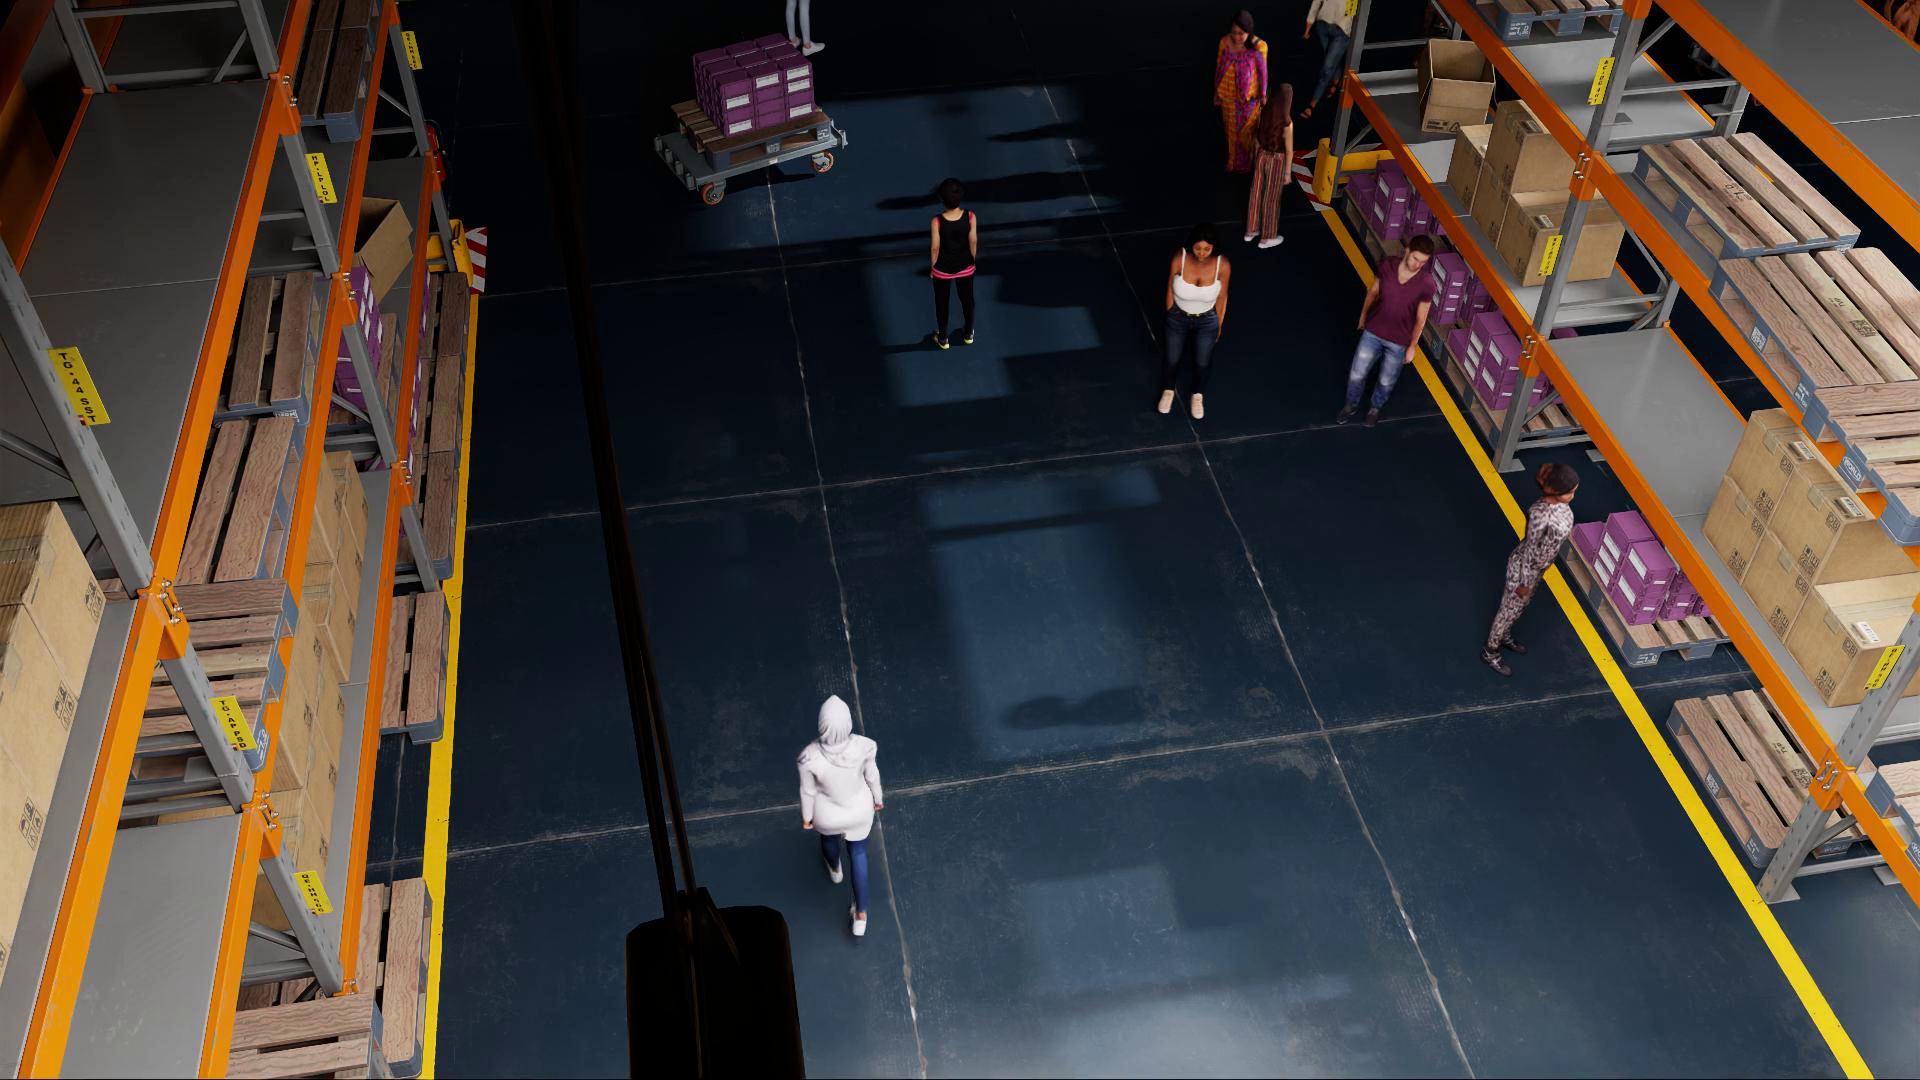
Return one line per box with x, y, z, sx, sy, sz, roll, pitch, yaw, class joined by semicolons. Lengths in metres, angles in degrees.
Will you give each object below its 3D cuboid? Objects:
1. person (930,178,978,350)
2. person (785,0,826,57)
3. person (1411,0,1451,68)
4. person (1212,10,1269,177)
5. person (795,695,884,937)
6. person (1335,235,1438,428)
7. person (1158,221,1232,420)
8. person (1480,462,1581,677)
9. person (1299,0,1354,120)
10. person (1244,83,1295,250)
-0.054;-2.260;13.583;0.550;1.553;0.519;-10;45;-10;person
-1.705;-5.904;17.262;0.675;1.755;0.747;30;51;28;person
4.632;-4.703;16.061;0.913;1.671;0.996;-27;50;-26;person
2.666;-4.220;15.572;0.857;1.647;0.917;23;48;22;person
-0.651;1.576;9.409;0.638;1.757;0.946;-7;44;-8;person
3.275;-1.617;12.714;0.883;1.820;0.825;-33;53;-30;person
1.791;-1.710;12.824;0.720;1.803;0.737;9;44;9;person
3.737;0.167;10.916;0.718;1.717;0.668;29;51;27;person
3.740;-5.057;16.458;1.102;1.637;1.110;31;51;28;person
2.747;-3.324;14.694;0.697;1.561;0.591;-30;51;-28;person
